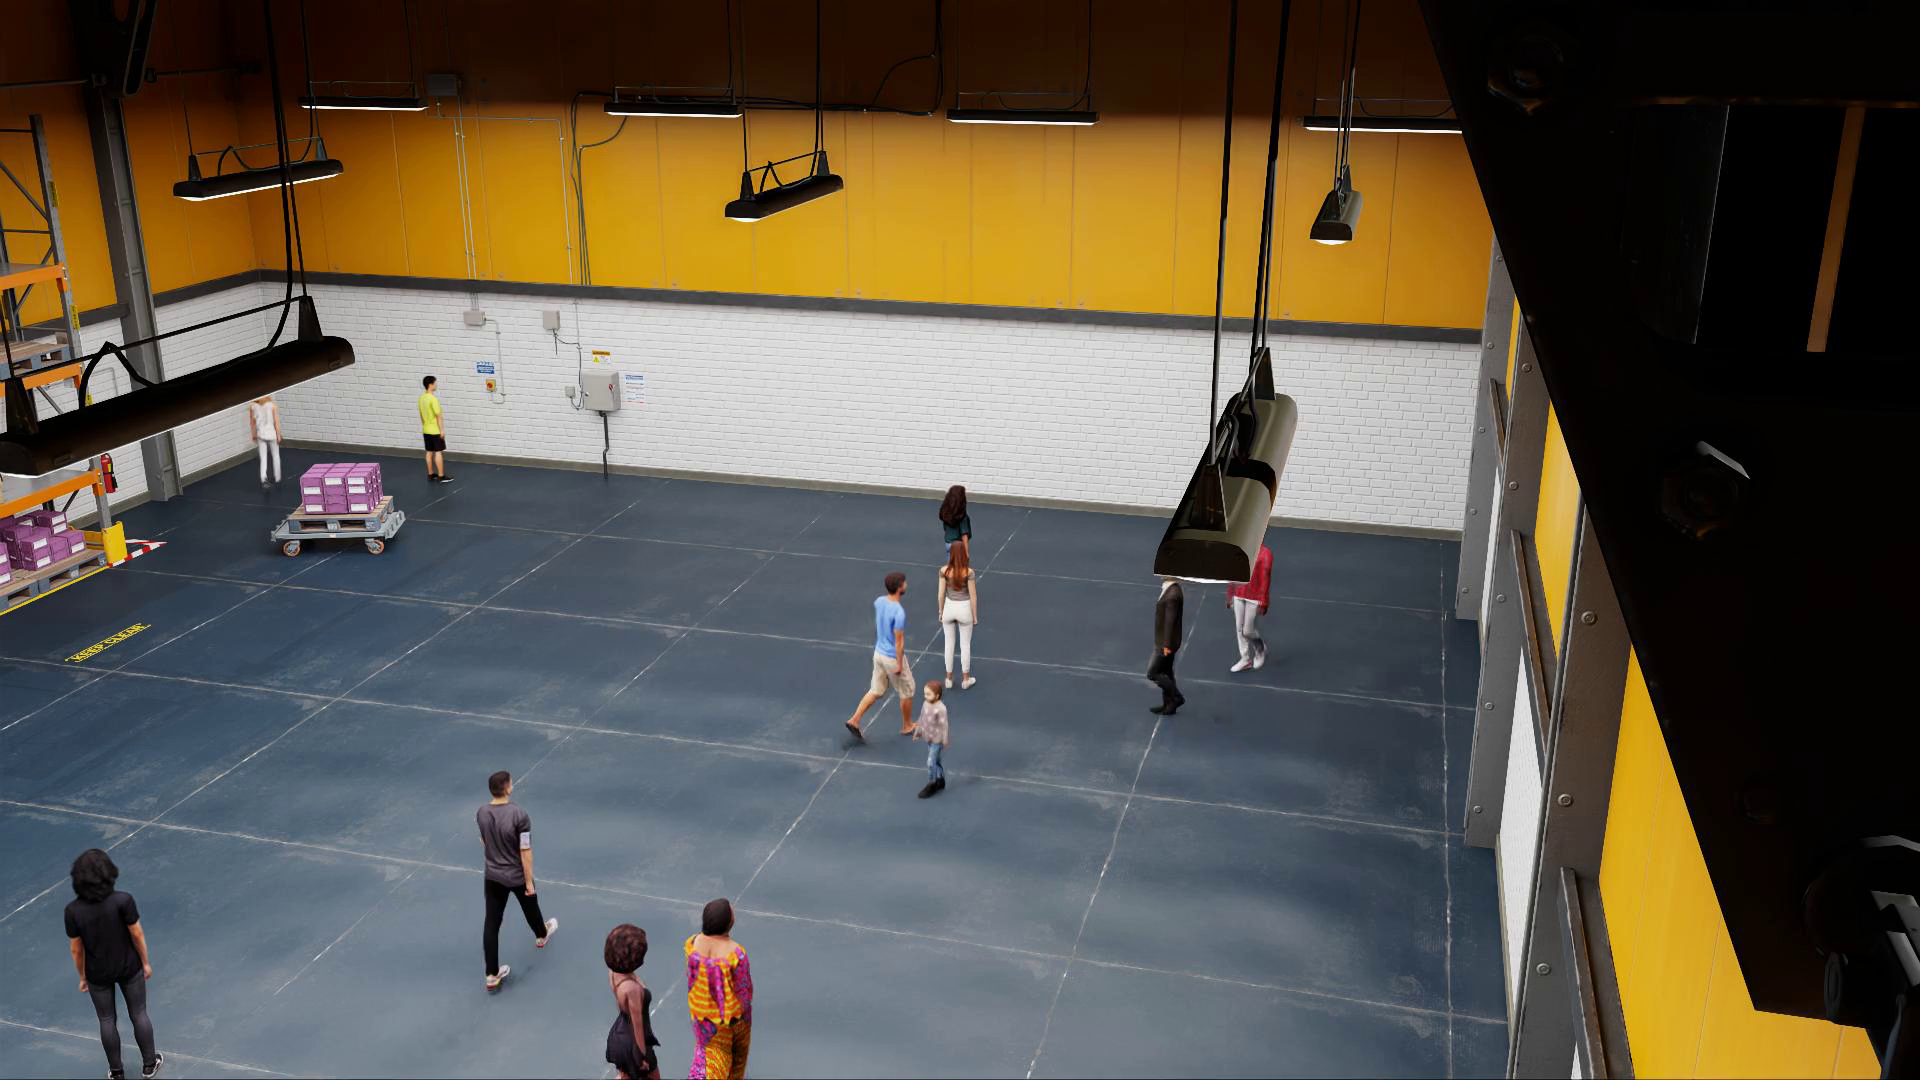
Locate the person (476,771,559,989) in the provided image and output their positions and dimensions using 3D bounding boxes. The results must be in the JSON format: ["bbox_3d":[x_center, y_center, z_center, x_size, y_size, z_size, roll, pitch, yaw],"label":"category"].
[{"bbox_3d":[-3.630,2.706,13.142,0.652,1.713,1.126,5,19,15],"label":"person"}]

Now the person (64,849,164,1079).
[{"bbox_3d":[-6.074,3.057,11.914,0.711,1.831,0.735,-7,20,-21],"label":"person"}]

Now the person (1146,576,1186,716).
[{"bbox_3d":[2.319,1.064,17.890,0.814,1.796,0.644,2,19,6],"label":"person"}]

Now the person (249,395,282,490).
[{"bbox_3d":[-10.907,-1.618,26.089,0.889,1.645,1.121,-4,19,-10],"label":"person"}]

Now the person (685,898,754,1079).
[{"bbox_3d":[-1.707,3.263,11.575,0.676,1.658,0.794,7,20,20],"label":"person"}]

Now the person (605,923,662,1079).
[{"bbox_3d":[-2.254,3.388,11.034,1.025,1.767,0.935,-12,22,-31],"label":"person"}]

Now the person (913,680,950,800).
[{"bbox_3d":[-0.210,1.921,16.305,0.717,1.183,0.650,-13,22,-33],"label":"person"}]

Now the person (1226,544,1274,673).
[{"bbox_3d":[3.379,0.626,19.159,0.893,1.814,0.835,-15,24,-38],"label":"person"}]

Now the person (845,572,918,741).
[{"bbox_3d":[-0.796,1.230,17.323,1.228,1.842,1.080,-16,24,-39],"label":"person"}]

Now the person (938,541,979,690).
[{"bbox_3d":[-0.031,0.836,18.678,0.600,1.724,0.518,4,19,11],"label":"person"}]

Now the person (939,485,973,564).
[{"bbox_3d":[-0.041,0.080,21.091,0.751,1.616,0.711,-16,24,-39],"label":"person"}]

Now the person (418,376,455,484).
[{"bbox_3d":[-8.383,-1.766,26.432,0.688,1.706,0.664,13,23,34],"label":"person"}]
